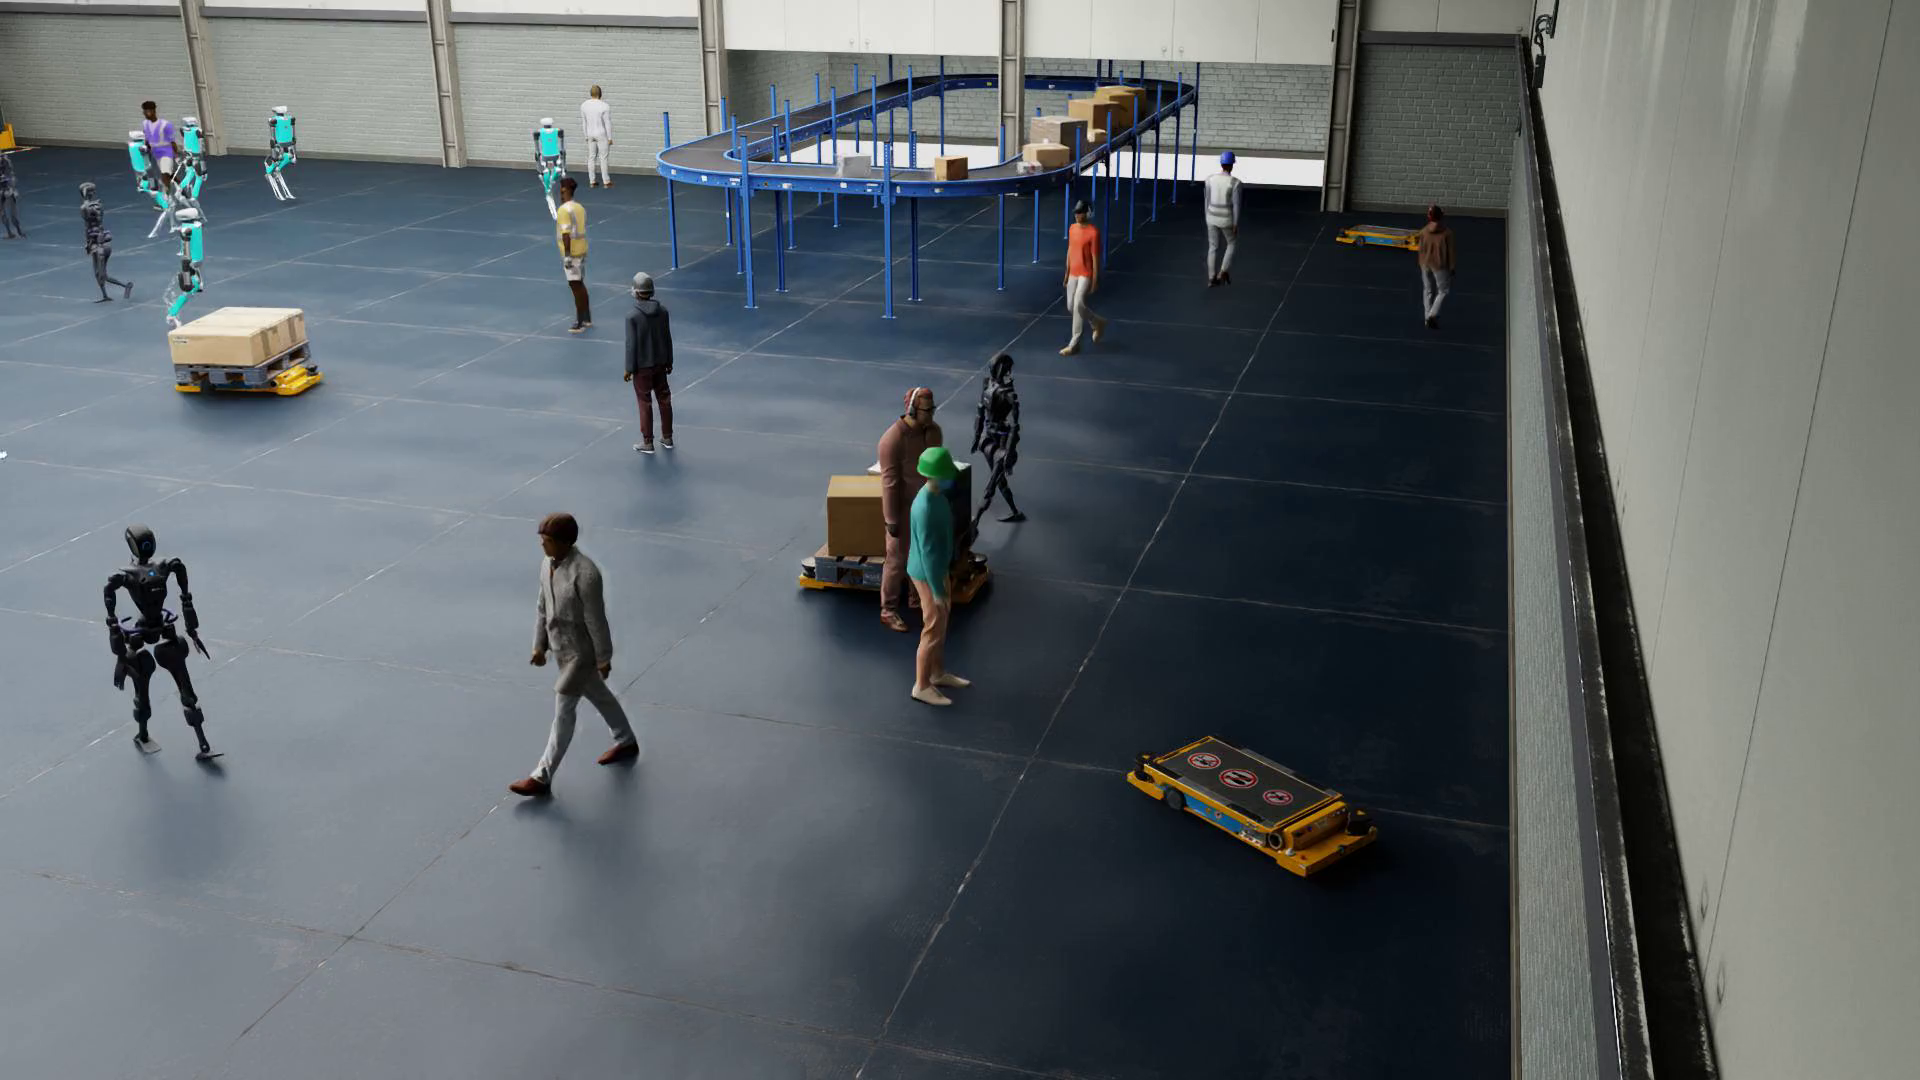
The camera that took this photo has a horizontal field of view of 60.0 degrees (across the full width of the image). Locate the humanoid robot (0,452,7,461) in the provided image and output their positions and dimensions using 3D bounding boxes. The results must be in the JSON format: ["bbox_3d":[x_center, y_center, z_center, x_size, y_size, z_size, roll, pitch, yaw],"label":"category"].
[{"bbox_3d":[-9.743,-1.367,15.730,0.536,1.751,1.031,17,27,38],"label":"humanoid robot"}]

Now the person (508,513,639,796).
[{"bbox_3d":[-2.443,0.680,10.323,0.980,1.779,0.539,-18,28,-39],"label":"person"}]

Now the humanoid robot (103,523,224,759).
[{"bbox_3d":[-5.112,0.653,10.584,0.779,1.621,0.599,16,26,36],"label":"humanoid robot"}]

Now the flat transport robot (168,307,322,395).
[{"bbox_3d":[-8.115,-1.841,18.953,1.431,0.231,0.659,2,21,5],"label":"flat transport robot"}]

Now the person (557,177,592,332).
[{"bbox_3d":[-4.997,-3.665,21.400,0.373,1.931,0.774,3,21,8],"label":"person"}]

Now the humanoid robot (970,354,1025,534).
[{"bbox_3d":[0.292,-0.850,14.500,0.788,1.613,0.616,-15,26,-34],"label":"humanoid robot"}]

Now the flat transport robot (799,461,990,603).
[{"bbox_3d":[-0.525,0.248,13.533,1.431,0.231,0.659,6,22,14],"label":"flat transport robot"}]

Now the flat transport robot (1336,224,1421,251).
[{"bbox_3d":[6.873,-4.873,26.817,1.431,0.231,0.659,14,25,31],"label":"flat transport robot"}]

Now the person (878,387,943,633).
[{"bbox_3d":[-0.331,-0.239,12.555,0.404,1.895,0.659,17,27,37],"label":"person"}]

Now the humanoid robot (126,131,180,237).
[{"bbox_3d":[-13.209,-5.874,27.433,0.575,1.789,0.886,10,23,24],"label":"humanoid robot"}]

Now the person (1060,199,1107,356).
[{"bbox_3d":[1.532,-3.226,20.293,0.754,1.892,0.492,-16,26,-35],"label":"person"}]

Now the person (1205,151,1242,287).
[{"bbox_3d":[3.753,-4.570,23.729,0.613,1.931,0.455,14,25,33],"label":"person"}]

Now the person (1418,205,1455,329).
[{"bbox_3d":[6.100,-3.491,21.340,0.489,1.623,0.474,14,25,32],"label":"person"}]

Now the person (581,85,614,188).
[{"bbox_3d":[-6.968,-7.759,32.004,0.622,1.931,0.376,7,22,17],"label":"person"}]

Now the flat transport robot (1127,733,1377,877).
[{"bbox_3d":[1.754,1.572,10.101,0.659,0.231,1.431,-17,27,-36],"label":"flat transport robot"}]

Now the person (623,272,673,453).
[{"bbox_3d":[-3.110,-1.771,16.622,0.556,1.811,0.371,-18,28,-39],"label":"person"}]

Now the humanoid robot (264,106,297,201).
[{"bbox_3d":[-12.384,-7.021,30.162,0.735,1.677,0.533,12,24,28],"label":"humanoid robot"}]

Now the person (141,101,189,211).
[{"bbox_3d":[-14.318,-6.926,29.874,0.632,1.913,0.961,7,22,19],"label":"person"}]

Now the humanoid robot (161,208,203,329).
[{"bbox_3d":[-9.568,-3.138,20.306,0.795,1.795,0.530,-2,21,-6],"label":"humanoid robot"}]

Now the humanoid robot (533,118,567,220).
[{"bbox_3d":[-7.195,-6.497,29.047,0.531,1.778,1.018,-10,23,-24],"label":"humanoid robot"}]

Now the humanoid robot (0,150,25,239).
[{"bbox_3d":[-15.604,-5.730,27.102,0.589,1.649,0.326,3,21,9],"label":"humanoid robot"}]

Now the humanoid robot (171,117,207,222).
[{"bbox_3d":[-13.276,-6.287,28.560,0.539,1.858,0.712,12,24,28],"label":"humanoid robot"}]

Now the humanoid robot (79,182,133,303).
[{"bbox_3d":[-11.786,-4.100,22.858,0.586,1.639,0.485,19,28,40],"label":"humanoid robot"}]

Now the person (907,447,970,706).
[{"bbox_3d":[-0.156,0.236,11.373,0.403,1.856,0.564,3,21,8],"label":"person"}]
